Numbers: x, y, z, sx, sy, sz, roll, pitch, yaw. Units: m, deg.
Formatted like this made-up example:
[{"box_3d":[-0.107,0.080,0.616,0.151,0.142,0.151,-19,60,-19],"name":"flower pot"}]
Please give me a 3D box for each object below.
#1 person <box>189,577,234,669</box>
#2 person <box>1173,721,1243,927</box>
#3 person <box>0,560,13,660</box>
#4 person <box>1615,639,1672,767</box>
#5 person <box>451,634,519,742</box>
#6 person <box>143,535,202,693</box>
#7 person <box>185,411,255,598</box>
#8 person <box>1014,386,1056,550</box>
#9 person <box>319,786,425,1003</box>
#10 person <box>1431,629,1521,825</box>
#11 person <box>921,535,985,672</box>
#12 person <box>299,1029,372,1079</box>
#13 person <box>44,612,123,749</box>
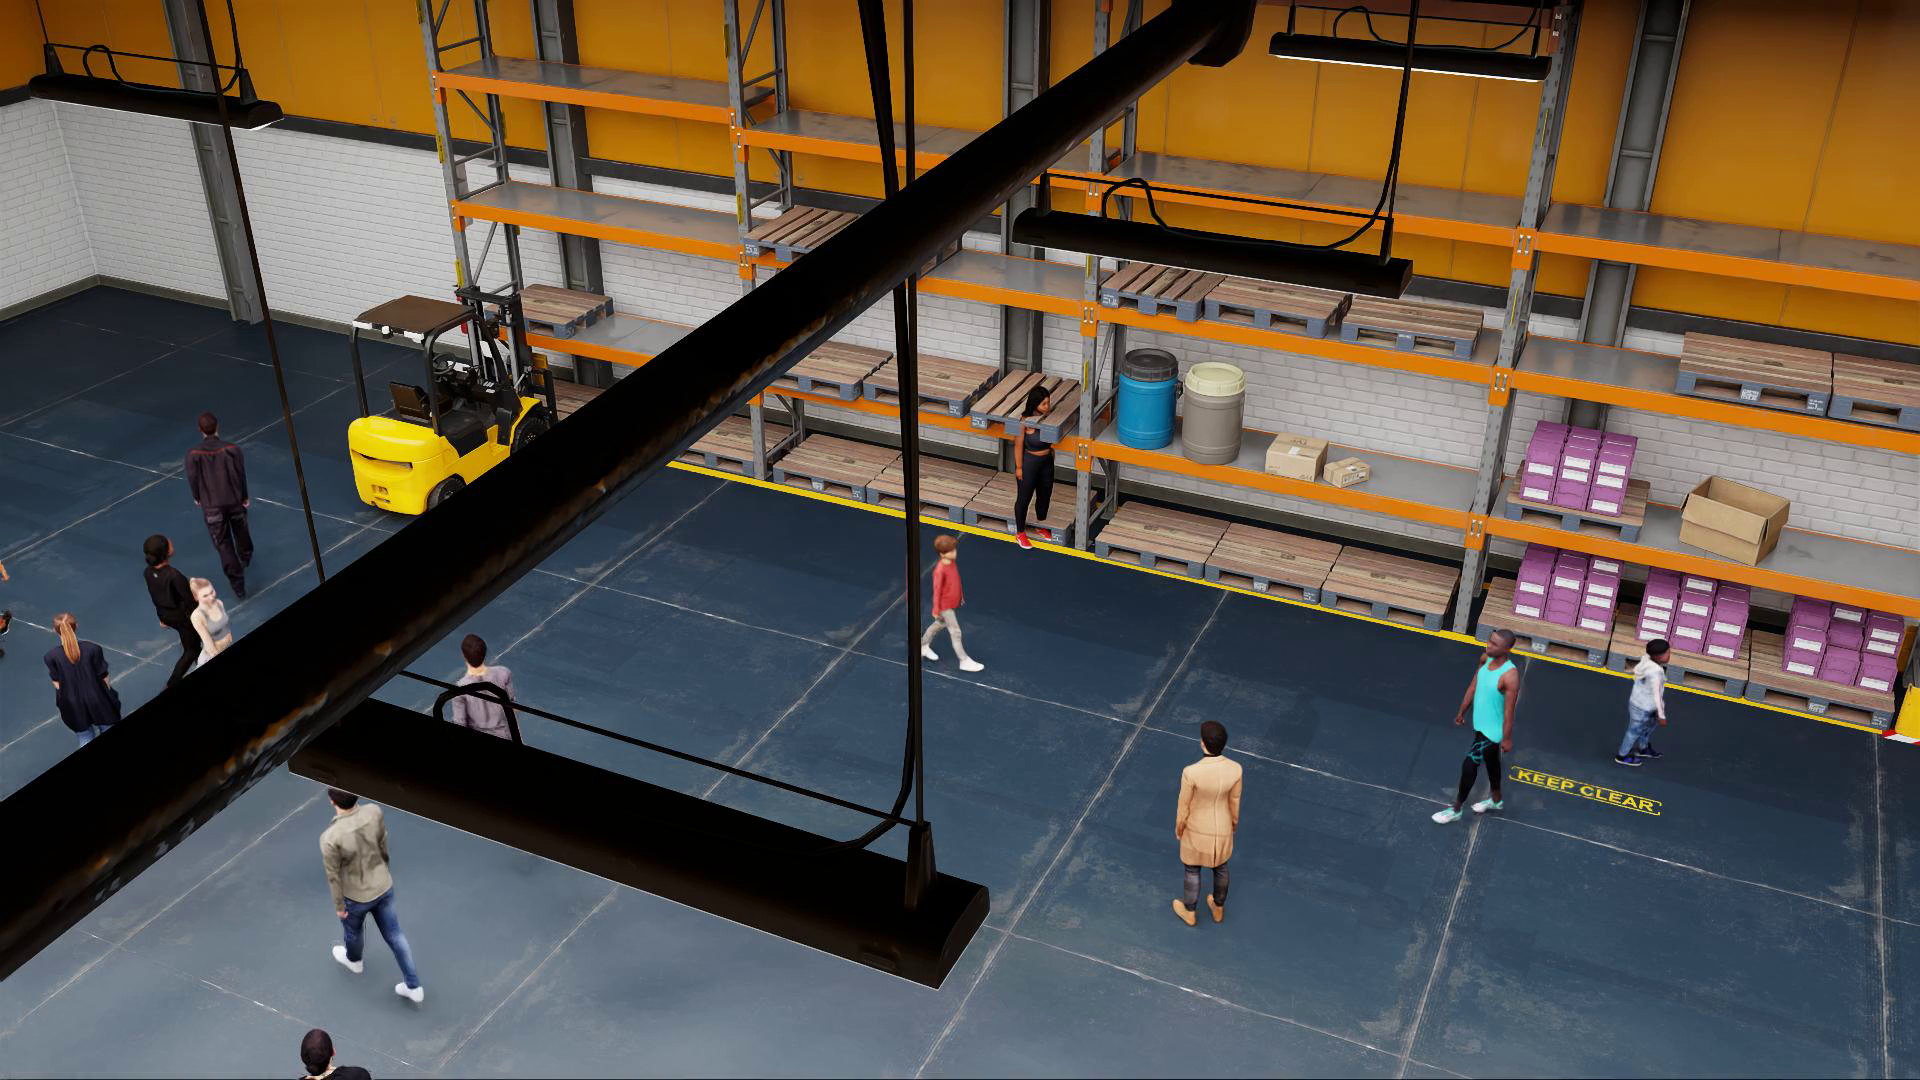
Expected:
[{"box_3d":[-6.488,1.063,14.374,1.060,1.660,0.671,8,30,14],"name":"person"},{"box_3d":[1.849,2.119,12.374,0.743,1.721,0.819,-6,29,-11],"name":"person"},{"box_3d":[-9.268,0.414,15.587,1.037,1.637,0.937,-1,29,-2],"name":"person"},{"box_3d":[5.790,1.386,14.211,0.659,1.247,0.543,6,29,11],"name":"person"},{"box_3d":[-3.722,1.594,13.215,0.879,1.837,0.958,-19,34,-31],"name":"person"},{"box_3d":[-7.068,0.747,14.969,0.957,1.645,0.649,13,31,22],"name":"person"},{"box_3d":[-7.396,-0.326,16.708,1.159,1.862,1.299,-14,32,-24],"name":"person"},{"box_3d":[0.793,-0.804,17.633,0.766,1.816,0.789,-17,33,-29],"name":"person"},{"box_3d":[-4.091,2.477,11.611,1.227,1.823,0.867,19,34,31],"name":"person"},{"box_3d":[4.382,1.500,13.441,1.052,1.785,0.944,-5,29,-9],"name":"person"},{"box_3d":[-0.188,0.576,15.552,0.945,1.386,0.580,10,30,18],"name":"person"},{"box_3d":[-3.566,3.603,9.631,0.781,1.742,0.839,-10,30,-18],"name":"person"},{"box_3d":[-7.258,1.344,13.834,0.710,1.683,0.771,-10,30,-18],"name":"person"}]
